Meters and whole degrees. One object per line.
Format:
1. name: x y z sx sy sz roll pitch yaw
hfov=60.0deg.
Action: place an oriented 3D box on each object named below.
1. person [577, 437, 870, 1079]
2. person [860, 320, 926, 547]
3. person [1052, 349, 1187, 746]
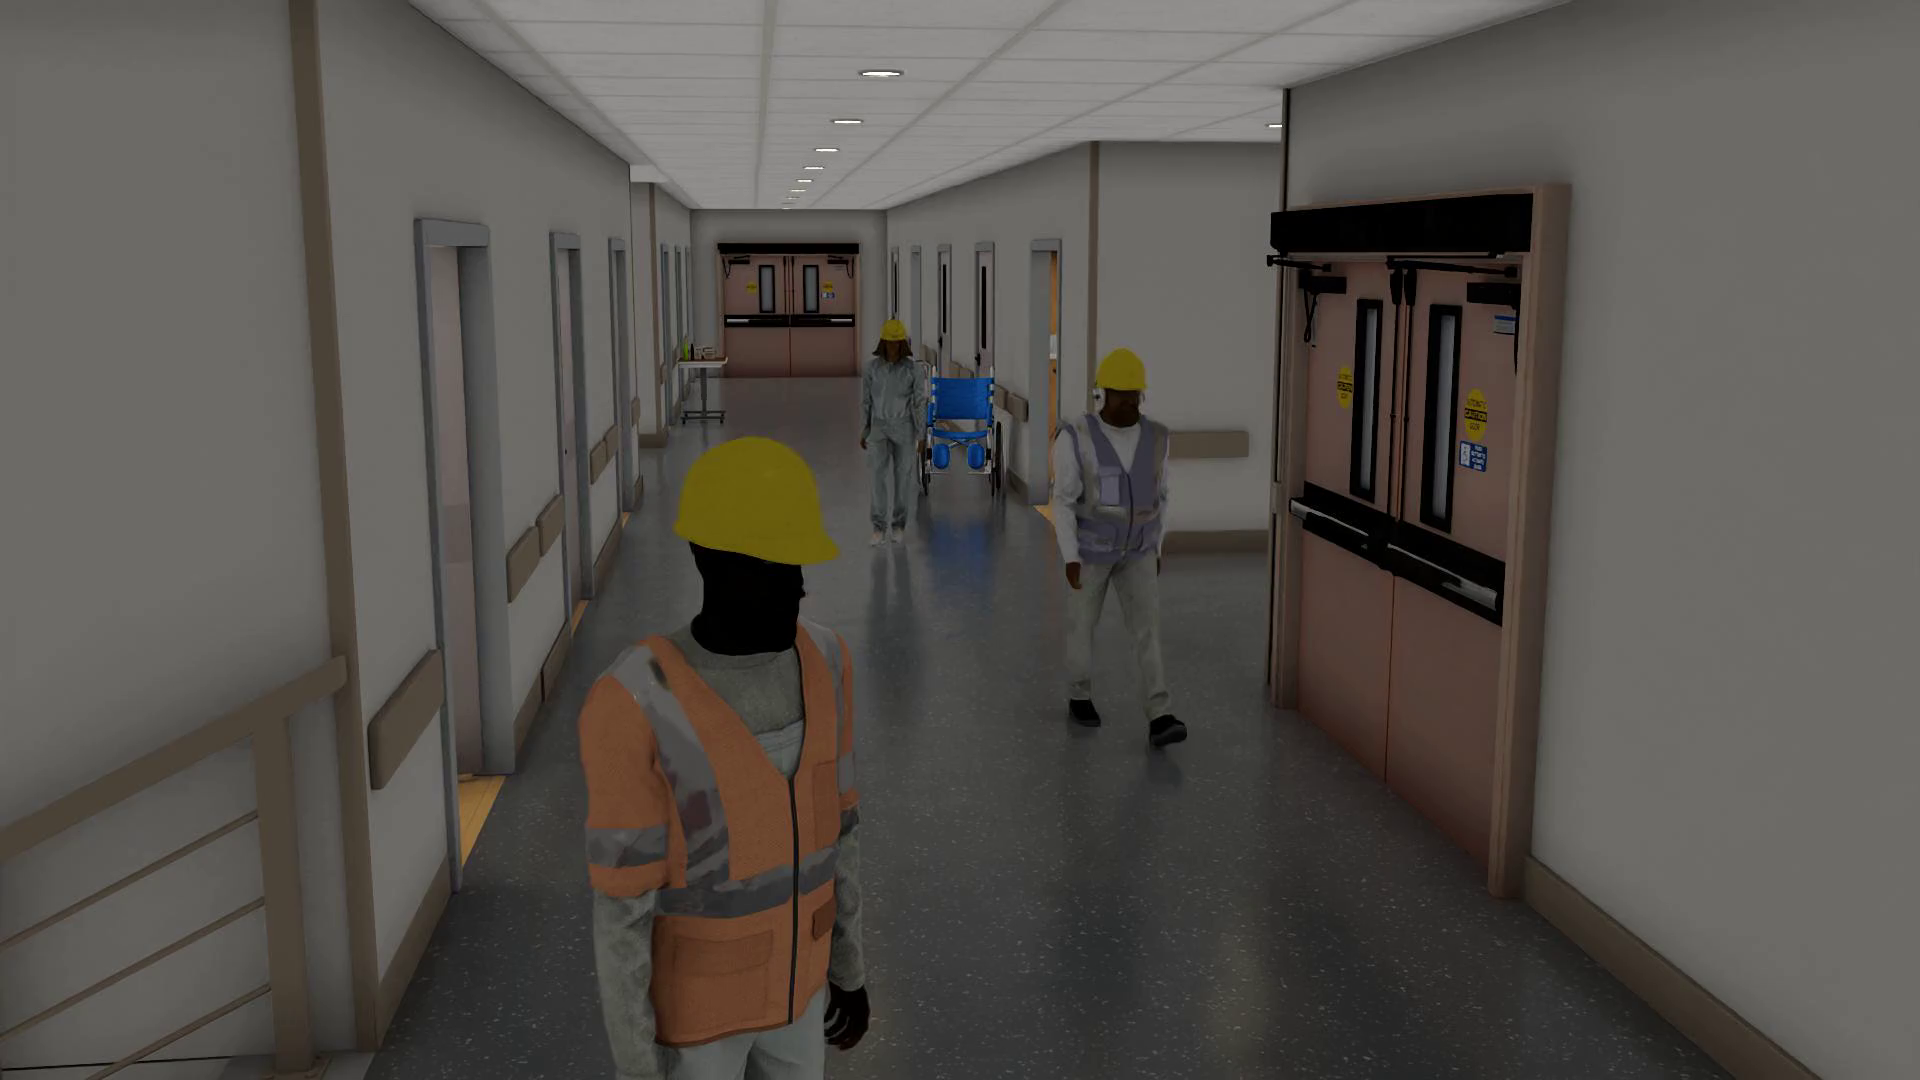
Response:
1. person: -0.368 0.774 2.889 0.397 1.920 0.586 8 12 38
2. person: -0.516 -0.804 12.625 0.516 1.713 0.691 1 10 5
3. person: 0.723 0.038 7.543 0.605 1.781 0.944 -3 10 -17
